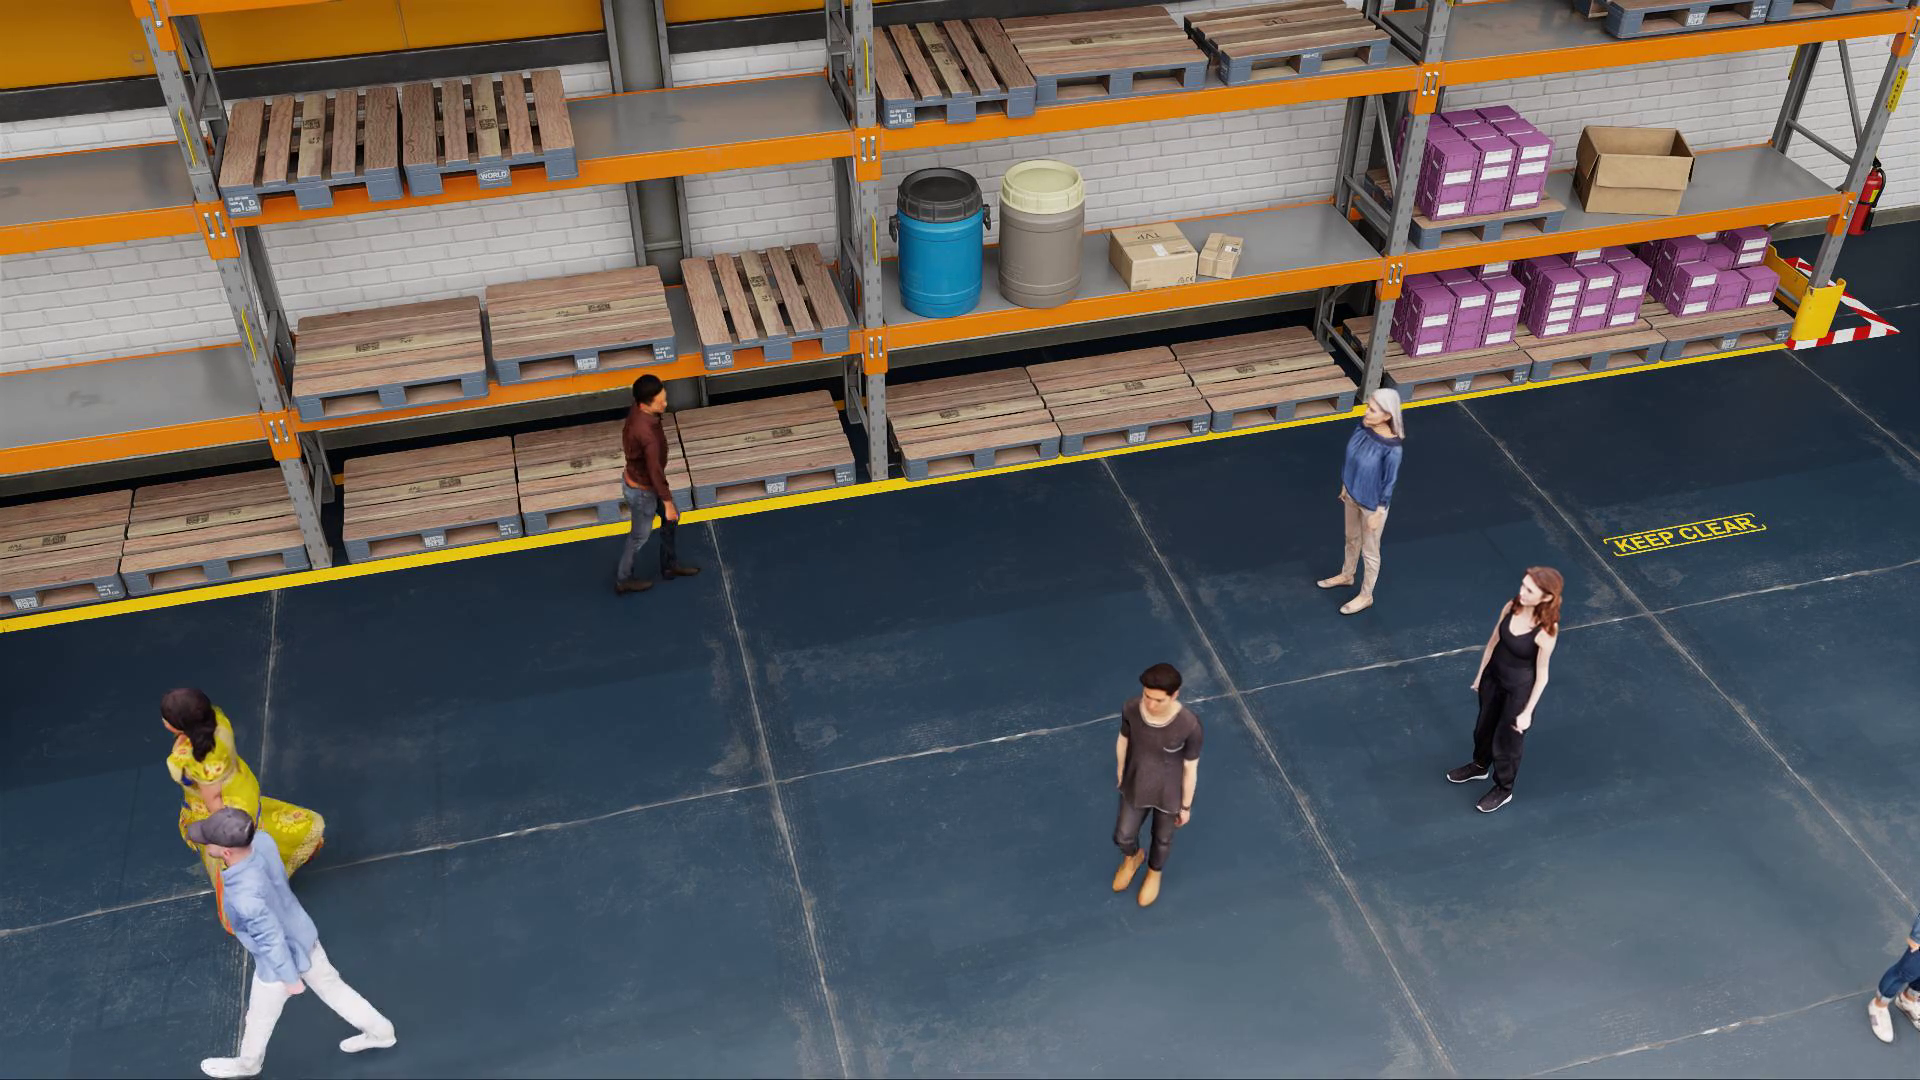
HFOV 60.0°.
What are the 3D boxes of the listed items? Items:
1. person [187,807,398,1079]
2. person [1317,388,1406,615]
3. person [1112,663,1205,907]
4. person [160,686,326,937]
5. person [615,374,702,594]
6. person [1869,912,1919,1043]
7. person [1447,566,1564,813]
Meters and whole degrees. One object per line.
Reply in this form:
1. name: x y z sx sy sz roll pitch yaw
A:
1. person: -3.169 1.945 7.966 1.192 1.842 0.796 -3 39 -4
2. person: 2.663 -0.269 10.862 0.591 1.697 0.637 -14 41 -17
3. person: 1.082 1.258 8.937 0.688 1.703 0.772 15 41 18
4. person: -3.819 1.379 8.838 0.944 1.646 0.769 -14 41 -16
5. person: -2.147 -0.333 10.907 0.838 1.729 0.702 -11 40 -13
6. person: 4.919 1.931 8.276 0.453 1.476 0.644 -6 39 -7
7. person: 3.146 0.829 9.439 0.564 1.746 0.626 -17 42 -20
